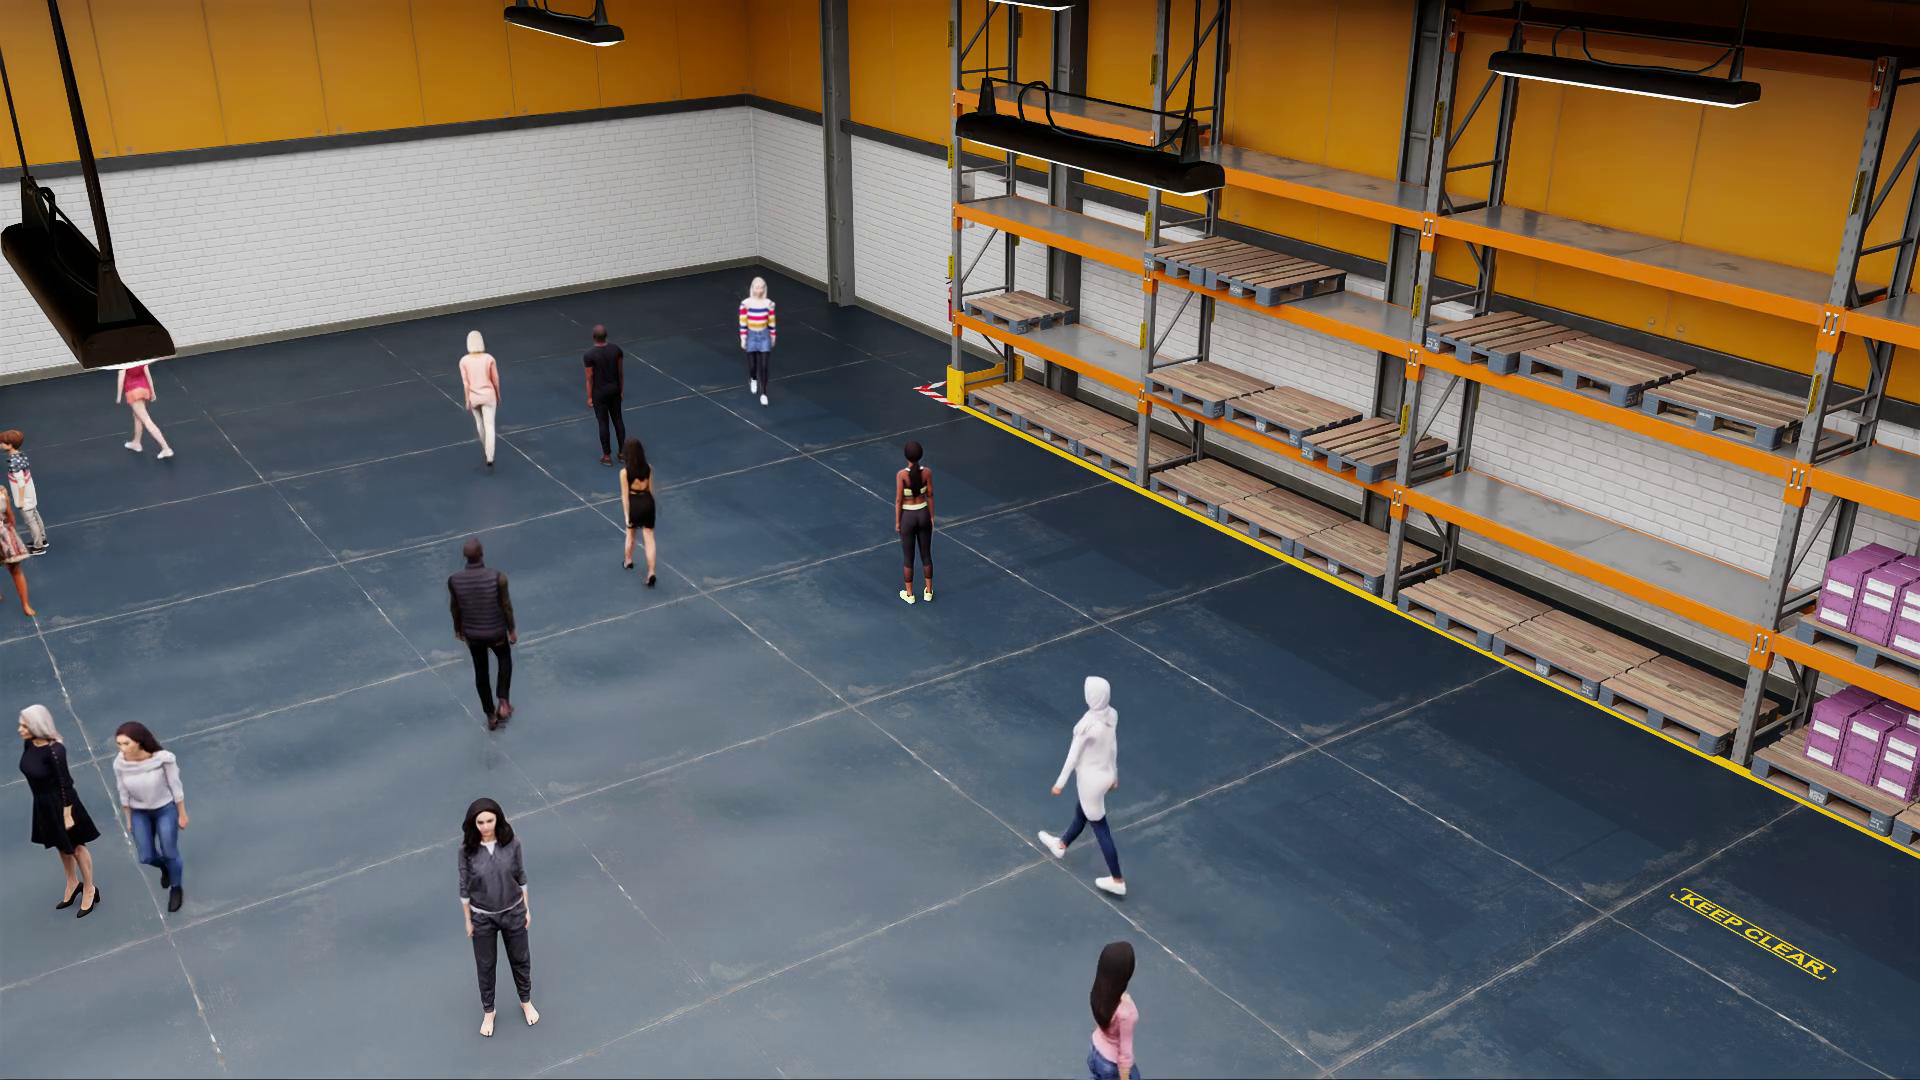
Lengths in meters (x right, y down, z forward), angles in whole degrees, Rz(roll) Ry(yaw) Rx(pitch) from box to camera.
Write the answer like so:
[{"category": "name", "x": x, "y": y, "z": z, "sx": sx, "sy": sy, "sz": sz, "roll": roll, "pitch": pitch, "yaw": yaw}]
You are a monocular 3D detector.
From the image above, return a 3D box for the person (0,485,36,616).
[{"category": "person", "x": -9.957, "y": -0.033, "z": 17.104, "sx": 0.716, "sy": 1.604, "sz": 1.160, "roll": -20, "pitch": 31, "yaw": -38}]

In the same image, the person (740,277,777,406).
[{"category": "person", "x": -2.819, "y": -2.796, "z": 23.186, "sx": 0.839, "sy": 1.795, "sz": 0.943, "roll": -4, "pitch": 24, "yaw": -10}]

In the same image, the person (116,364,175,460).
[{"category": "person", "x": -10.374, "y": -1.835, "z": 21.088, "sx": 1.184, "sy": 1.713, "sz": 0.992, "roll": 9, "pitch": 25, "yaw": 20}]

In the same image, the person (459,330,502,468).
[{"category": "person", "x": -6.011, "y": -1.742, "z": 20.913, "sx": 0.896, "sy": 1.683, "sz": 1.215, "roll": -5, "pitch": 24, "yaw": -12}]

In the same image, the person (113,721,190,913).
[{"category": "person", "x": -5.983, "y": 2.004, "z": 12.424, "sx": 0.745, "sy": 1.619, "sz": 0.800, "roll": -4, "pitch": 24, "yaw": -8}]

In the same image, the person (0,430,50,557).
[{"category": "person", "x": -10.397, "y": -0.543, "z": 18.475, "sx": 0.633, "sy": 1.439, "sz": 0.515, "roll": -7, "pitch": 25, "yaw": -15}]

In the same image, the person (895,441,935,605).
[{"category": "person", "x": -0.465, "y": -0.188, "z": 17.272, "sx": 0.622, "sy": 1.753, "sz": 0.599, "roll": -7, "pitch": 25, "yaw": -16}]

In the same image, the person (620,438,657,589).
[{"category": "person", "x": -3.341, "y": -0.259, "z": 17.600, "sx": 0.548, "sy": 1.619, "sz": 0.887, "roll": -15, "pitch": 28, "yaw": -31}]

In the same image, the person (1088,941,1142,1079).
[{"category": "person", "x": 0.822, "y": 3.097, "z": 9.801, "sx": 0.754, "sy": 1.716, "sz": 1.028, "roll": -10, "pitch": 26, "yaw": -23}]

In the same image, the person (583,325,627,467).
[{"category": "person", "x": -4.450, "y": -1.831, "z": 20.948, "sx": 0.663, "sy": 1.818, "sz": 0.551, "roll": -14, "pitch": 27, "yaw": -30}]

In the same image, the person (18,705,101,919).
[{"category": "person", "x": -6.679, "y": 1.992, "z": 12.292, "sx": 0.635, "sy": 1.747, "sz": 0.746, "roll": 14, "pitch": 27, "yaw": 28}]

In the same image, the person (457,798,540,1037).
[{"category": "person", "x": -3.101, "y": 2.486, "z": 11.138, "sx": 0.631, "sy": 1.765, "sz": 0.578, "roll": -10, "pitch": 25, "yaw": -21}]

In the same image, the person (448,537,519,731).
[{"category": "person", "x": -4.235, "y": 0.866, "z": 14.768, "sx": 0.845, "sy": 1.827, "sz": 0.857, "roll": -2, "pitch": 24, "yaw": -4}]

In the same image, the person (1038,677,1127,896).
[{"category": "person", "x": 1.078, "y": 1.891, "z": 12.539, "sx": 1.184, "sy": 1.734, "sz": 0.857, "roll": 17, "pitch": 29, "yaw": 33}]
